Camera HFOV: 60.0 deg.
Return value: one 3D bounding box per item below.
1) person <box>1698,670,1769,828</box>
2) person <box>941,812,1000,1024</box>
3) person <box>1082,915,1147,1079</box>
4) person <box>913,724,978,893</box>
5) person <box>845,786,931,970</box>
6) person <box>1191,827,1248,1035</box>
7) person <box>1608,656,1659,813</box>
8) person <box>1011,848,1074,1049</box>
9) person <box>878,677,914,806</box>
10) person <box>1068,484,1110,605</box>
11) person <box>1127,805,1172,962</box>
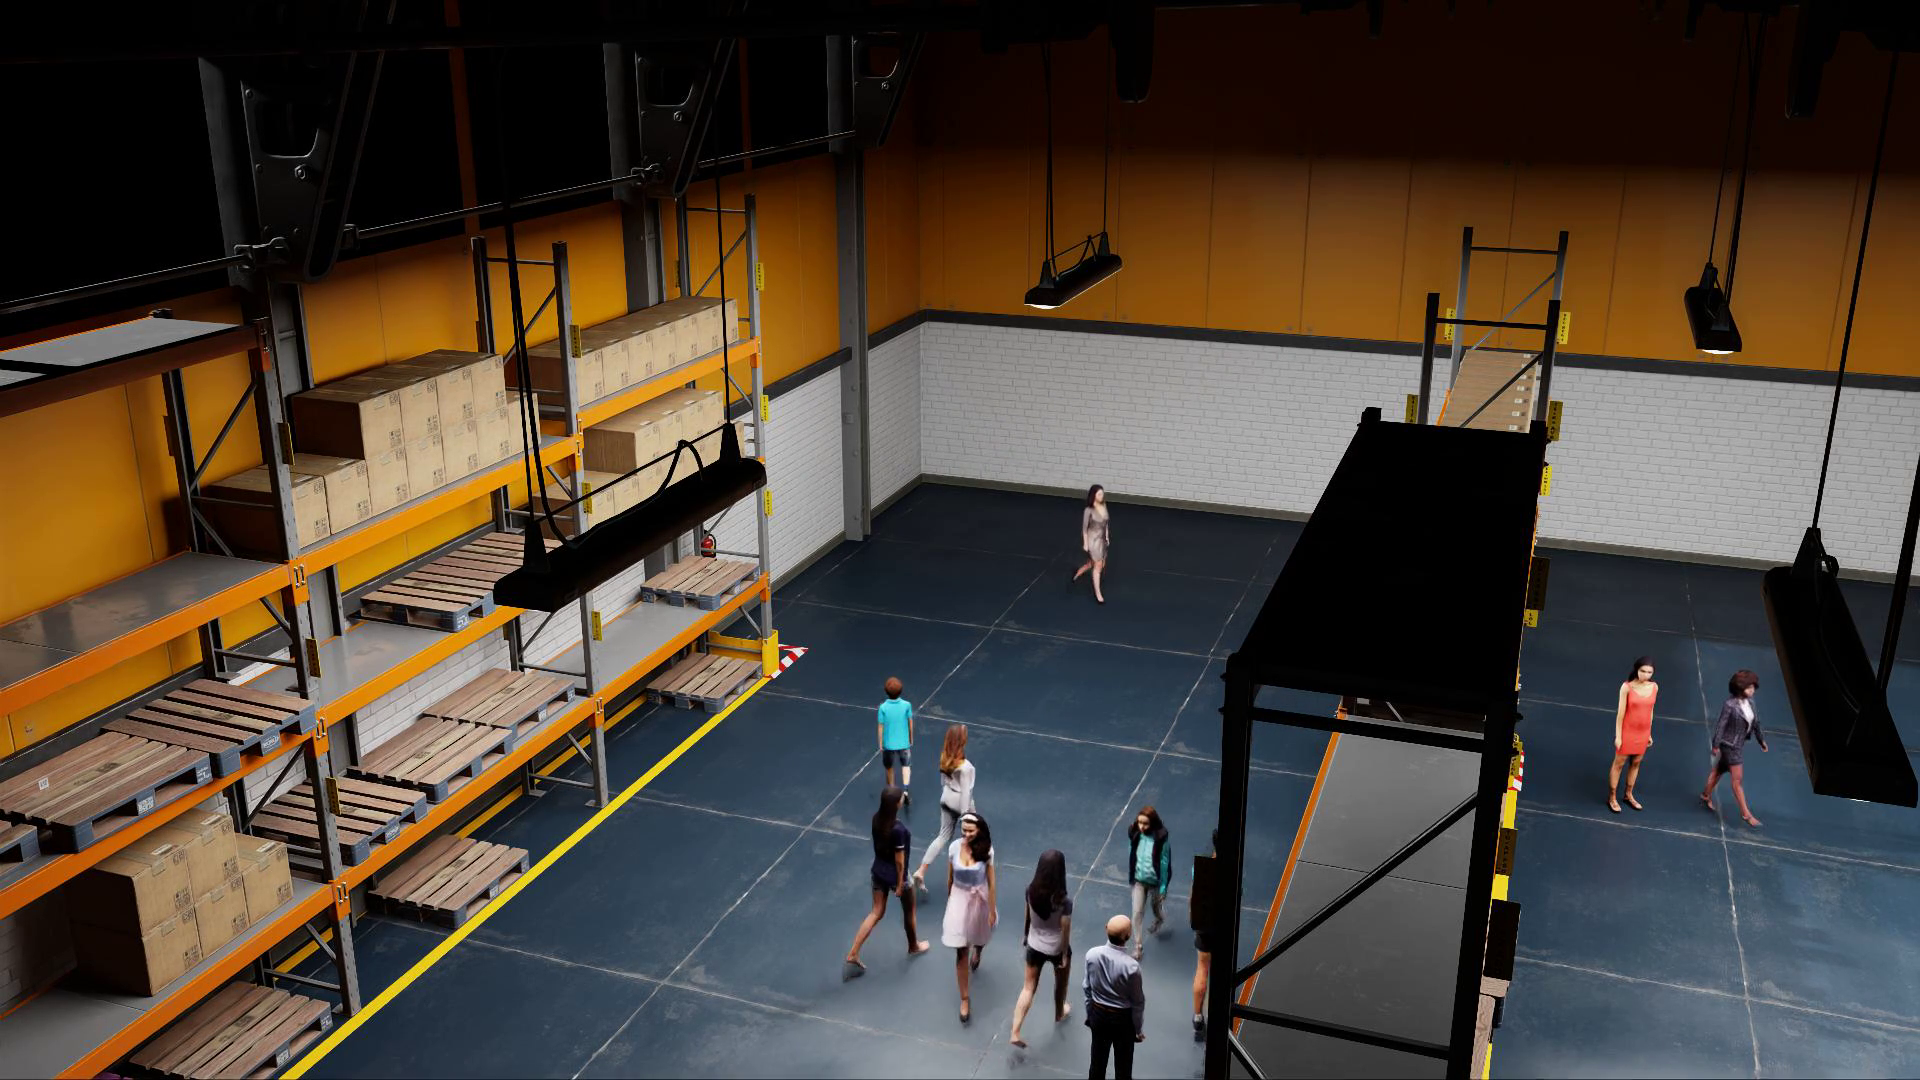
[{"bbox_3d":[7.960,2.116,17.317,1.032,1.666,1.014,-14,23,-36],"label":"person"},{"bbox_3d":[0.108,3.112,14.182,0.830,1.778,1.222,2,19,6],"label":"person"},{"bbox_3d":[1.166,3.641,12.593,0.680,1.791,0.615,10,21,28],"label":"person"},{"bbox_3d":[-0.107,2.589,15.804,1.159,1.735,0.967,-14,23,-36],"label":"person"},{"bbox_3d":[-0.684,2.987,14.622,1.159,1.734,0.907,-16,25,-40],"label":"person"},{"bbox_3d":[2.103,3.269,13.812,0.626,1.717,1.161,7,20,19],"label":"person"},{"bbox_3d":[7.090,2.019,17.520,0.673,1.719,0.691,-3,19,-10],"label":"person"},{"bbox_3d":[0.672,3.370,13.590,0.703,1.668,1.142,10,21,27],"label":"person"},{"bbox_3d":[-0.663,2.143,17.585,0.734,1.442,0.861,-3,19,-9],"label":"person"},{"bbox_3d":[1.857,0.026,23.425,0.879,1.729,0.975,16,24,39],"label":"person"},{"bbox_3d":[1.718,3.020,14.934,0.588,1.474,0.906,10,21,28],"label":"person"}]
